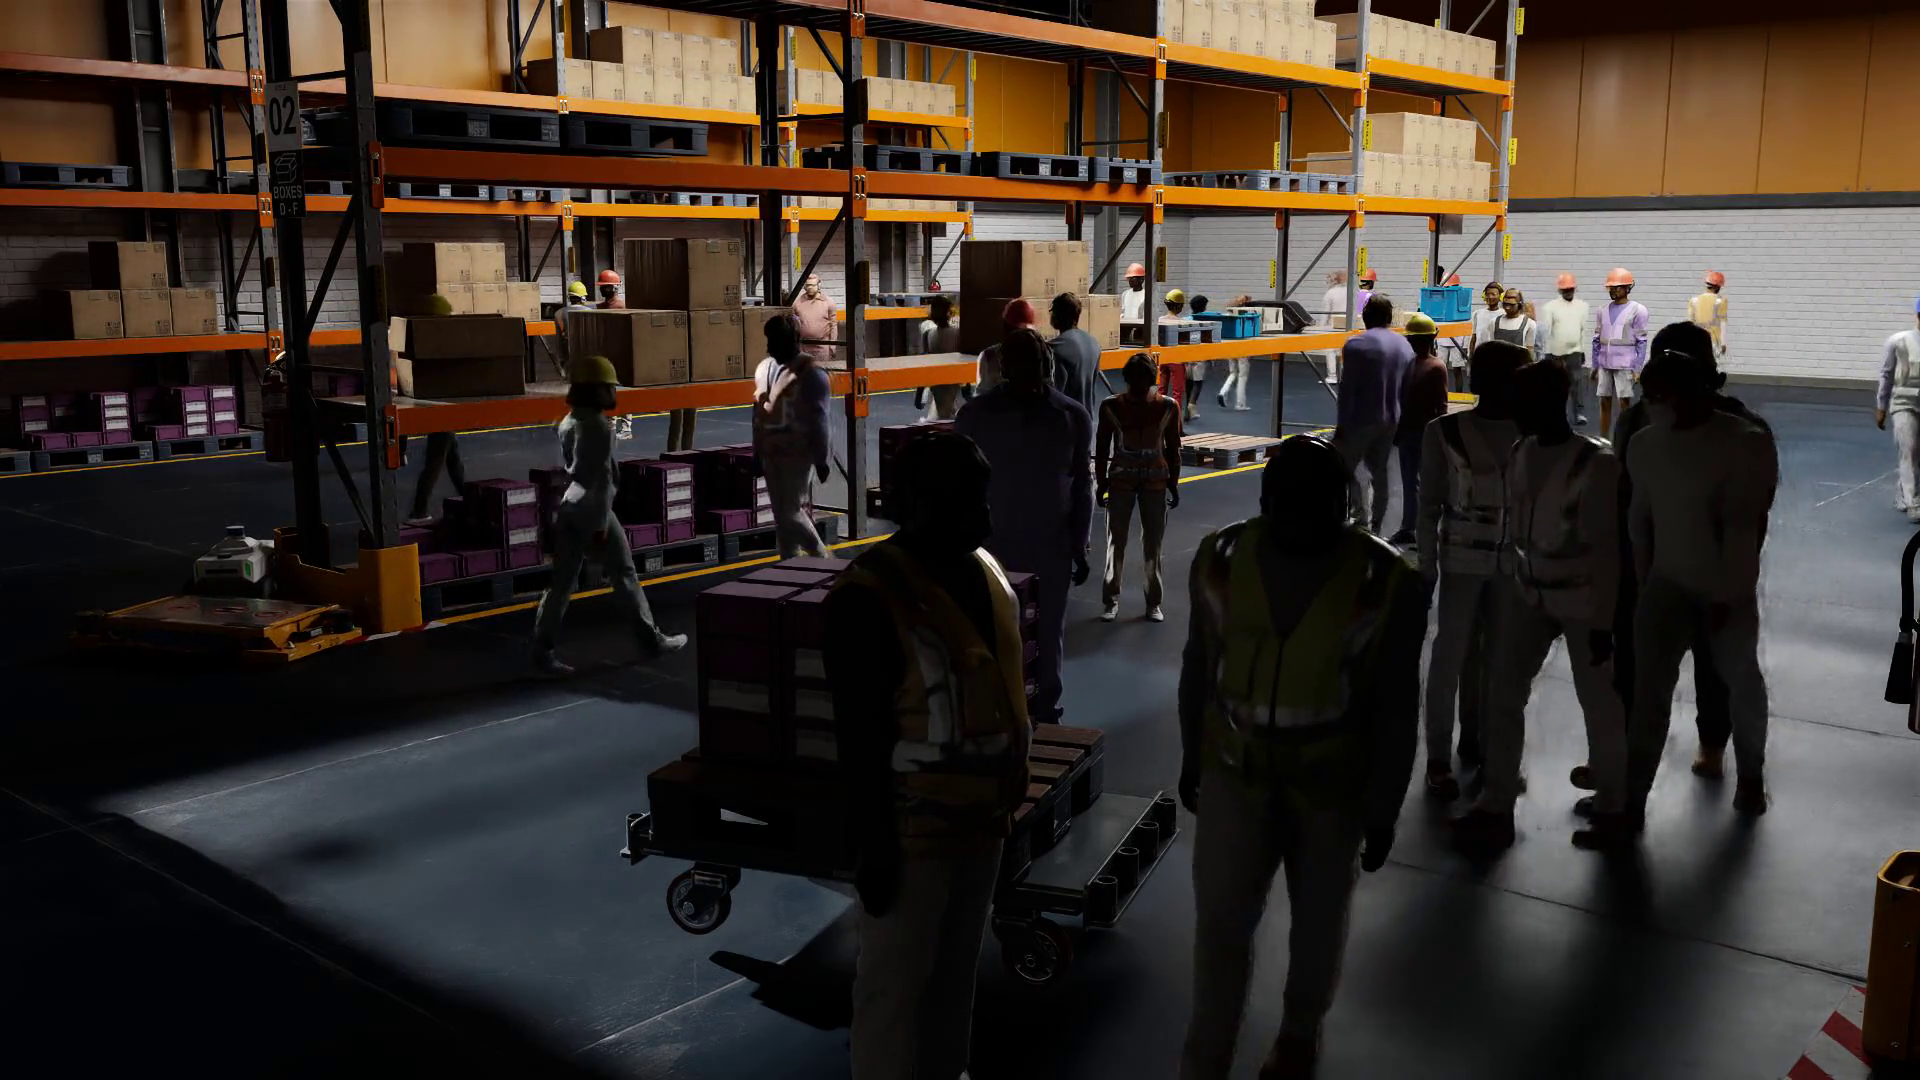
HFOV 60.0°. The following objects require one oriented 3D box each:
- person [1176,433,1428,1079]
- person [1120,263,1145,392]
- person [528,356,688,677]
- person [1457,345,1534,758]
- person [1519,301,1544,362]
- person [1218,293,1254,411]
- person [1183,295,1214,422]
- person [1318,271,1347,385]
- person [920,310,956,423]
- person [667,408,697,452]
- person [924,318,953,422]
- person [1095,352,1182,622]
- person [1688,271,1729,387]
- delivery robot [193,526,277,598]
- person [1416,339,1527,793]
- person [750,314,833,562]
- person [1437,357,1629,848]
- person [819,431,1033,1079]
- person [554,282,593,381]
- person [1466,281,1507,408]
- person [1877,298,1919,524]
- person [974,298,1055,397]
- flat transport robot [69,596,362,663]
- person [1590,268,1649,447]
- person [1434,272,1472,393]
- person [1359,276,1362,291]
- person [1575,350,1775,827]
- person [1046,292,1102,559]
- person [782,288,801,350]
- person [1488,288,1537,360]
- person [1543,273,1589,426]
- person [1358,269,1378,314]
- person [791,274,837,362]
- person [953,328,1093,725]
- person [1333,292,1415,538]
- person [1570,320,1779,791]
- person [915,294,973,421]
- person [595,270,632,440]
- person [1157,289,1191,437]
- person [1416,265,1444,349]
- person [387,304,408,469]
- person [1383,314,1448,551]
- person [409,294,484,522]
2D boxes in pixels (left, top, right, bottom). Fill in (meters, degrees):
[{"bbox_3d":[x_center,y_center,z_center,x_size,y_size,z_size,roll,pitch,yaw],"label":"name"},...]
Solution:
[{"bbox_3d":[0.809,0.636,4.185,0.636,1.792,0.948,4,11,22],"label":"person"},{"bbox_3d":[2.428,-2.794,23.003,0.381,2.045,0.605,-9,13,-42],"label":"person"},{"bbox_3d":[-1.941,-0.132,8.859,0.491,1.676,0.928,10,14,44],"label":"person"},{"bbox_3d":[2.395,0.052,7.402,0.404,1.833,0.589,4,11,22],"label":"person"},{"bbox_3d":[7.067,-2.192,20.838,0.791,1.601,0.498,-9,13,-41],"label":"person"},{"bbox_3d":[3.848,-2.588,23.007,0.414,1.626,0.531,-8,13,-38],"label":"person"},{"bbox_3d":[3.007,-2.345,21.546,0.558,1.659,0.763,6,11,30],"label":"person"},{"bbox_3d":[6.232,-3.476,27.423,0.733,1.868,0.408,-4,11,-19],"label":"person"},{"bbox_3d":[-0.287,-2.292,21.455,0.502,1.587,0.845,5,11,25],"label":"person"},{"bbox_3d":[-2.710,-1.422,16.364,0.285,1.633,0.497,6,12,30],"label":"person"},{"bbox_3d":[-0.221,-2.062,20.104,0.530,1.599,0.847,7,12,33],"label":"person"},{"bbox_3d":[1.073,-0.314,10.036,0.521,1.639,0.314,0,10,3],"label":"person"},{"bbox_3d":[10.780,-2.911,24.093,0.361,1.913,0.653,-9,13,-40],"label":"person"},{"bbox_3d":[-4.421,0.156,10.180,0.477,0.478,0.707,-2,10,-9],"label":"delivery robot"},{"bbox_3d":[2.173,0.114,6.901,0.584,1.883,0.347,-2,10,-9],"label":"person"},{"bbox_3d":[-1.115,-0.542,10.784,0.432,1.829,0.639,-9,13,-41],"label":"person"},{"bbox_3d":[2.211,0.257,6.208,0.849,1.846,0.708,-4,11,-24],"label":"person"},{"bbox_3d":[-0.048,0.663,3.899,0.430,1.845,0.619,6,12,32],"label":"person"},{"bbox_3d":[-4.777,-2.321,20.913,0.586,1.833,0.403,2,10,11],"label":"person"},{"bbox_3d":[6.080,-2.025,19.110,0.514,1.876,0.328,6,12,32],"label":"person"},{"bbox_3d":[8.031,-1.120,13.906,0.623,1.898,1.023,2,10,13],"label":"person"},{"bbox_3d":[0.366,-0.742,11.711,0.602,1.902,0.540,2,10,14],"label":"person"},{"bbox_3d":[-4.189,0.486,9.373,1.431,0.197,0.652,3,10,16],"label":"flat transport robot"},{"bbox_3d":[6.974,-1.863,17.708,0.381,2.041,0.616,-6,12,-32],"label":"person"},{"bbox_3d":[6.706,-2.697,22.790,0.545,1.932,0.387,9,13,40],"label":"person"},{"bbox_3d":[6.977,-3.765,29.326,0.315,1.767,0.535,1,10,8],"label":"person"},{"bbox_3d":[2.882,0.187,6.570,1.014,1.868,0.614,-8,12,-37],"label":"person"},{"bbox_3d":[0.780,-0.828,12.113,0.373,1.940,0.627,7,12,34],"label":"person"},{"bbox_3d":[-1.887,-1.765,17.712,0.384,1.845,0.569,5,11,26],"label":"person"},{"bbox_3d":[5.744,-1.712,17.429,0.507,1.840,0.343,7,12,33],"label":"person"},{"bbox_3d":[7.779,-2.447,21.358,0.623,1.928,1.042,0,10,-2],"label":"person"},{"bbox_3d":[6.205,-3.176,25.481,0.370,1.939,0.543,-7,12,-33],"label":"person"},{"bbox_3d":[-1.978,-2.612,22.367,0.651,1.904,0.403,1,10,3],"label":"person"},{"bbox_3d":[0.278,0.024,7.350,0.643,1.909,0.410,-1,10,-7],"label":"person"},{"bbox_3d":[3.041,-0.861,12.322,0.686,1.927,0.441,-5,11,-27],"label":"person"},{"bbox_3d":[2.981,0.040,6.881,1.058,2.000,0.707,-10,14,-43],"label":"person"},{"bbox_3d":[-0.141,-1.445,16.015,0.549,1.814,0.992,8,13,38],"label":"person"},{"bbox_3d":[-4.106,-2.179,19.643,0.610,1.995,0.375,8,13,39],"label":"person"},{"bbox_3d":[2.530,-2.085,19.760,0.534,1.767,0.314,9,13,42],"label":"person"},{"bbox_3d":[8.001,-3.639,28.039,0.601,1.967,0.369,6,12,31],"label":"person"},{"bbox_3d":[-5.851,-1.567,17.007,0.319,1.697,0.532,1,10,3],"label":"person"},{"bbox_3d":[3.426,-0.806,12.480,0.311,1.768,0.533,-4,11,-21],"label":"person"},{"bbox_3d":[-4.186,-1.058,13.586,0.861,1.884,0.594,-8,13,-38],"label":"person"}]
